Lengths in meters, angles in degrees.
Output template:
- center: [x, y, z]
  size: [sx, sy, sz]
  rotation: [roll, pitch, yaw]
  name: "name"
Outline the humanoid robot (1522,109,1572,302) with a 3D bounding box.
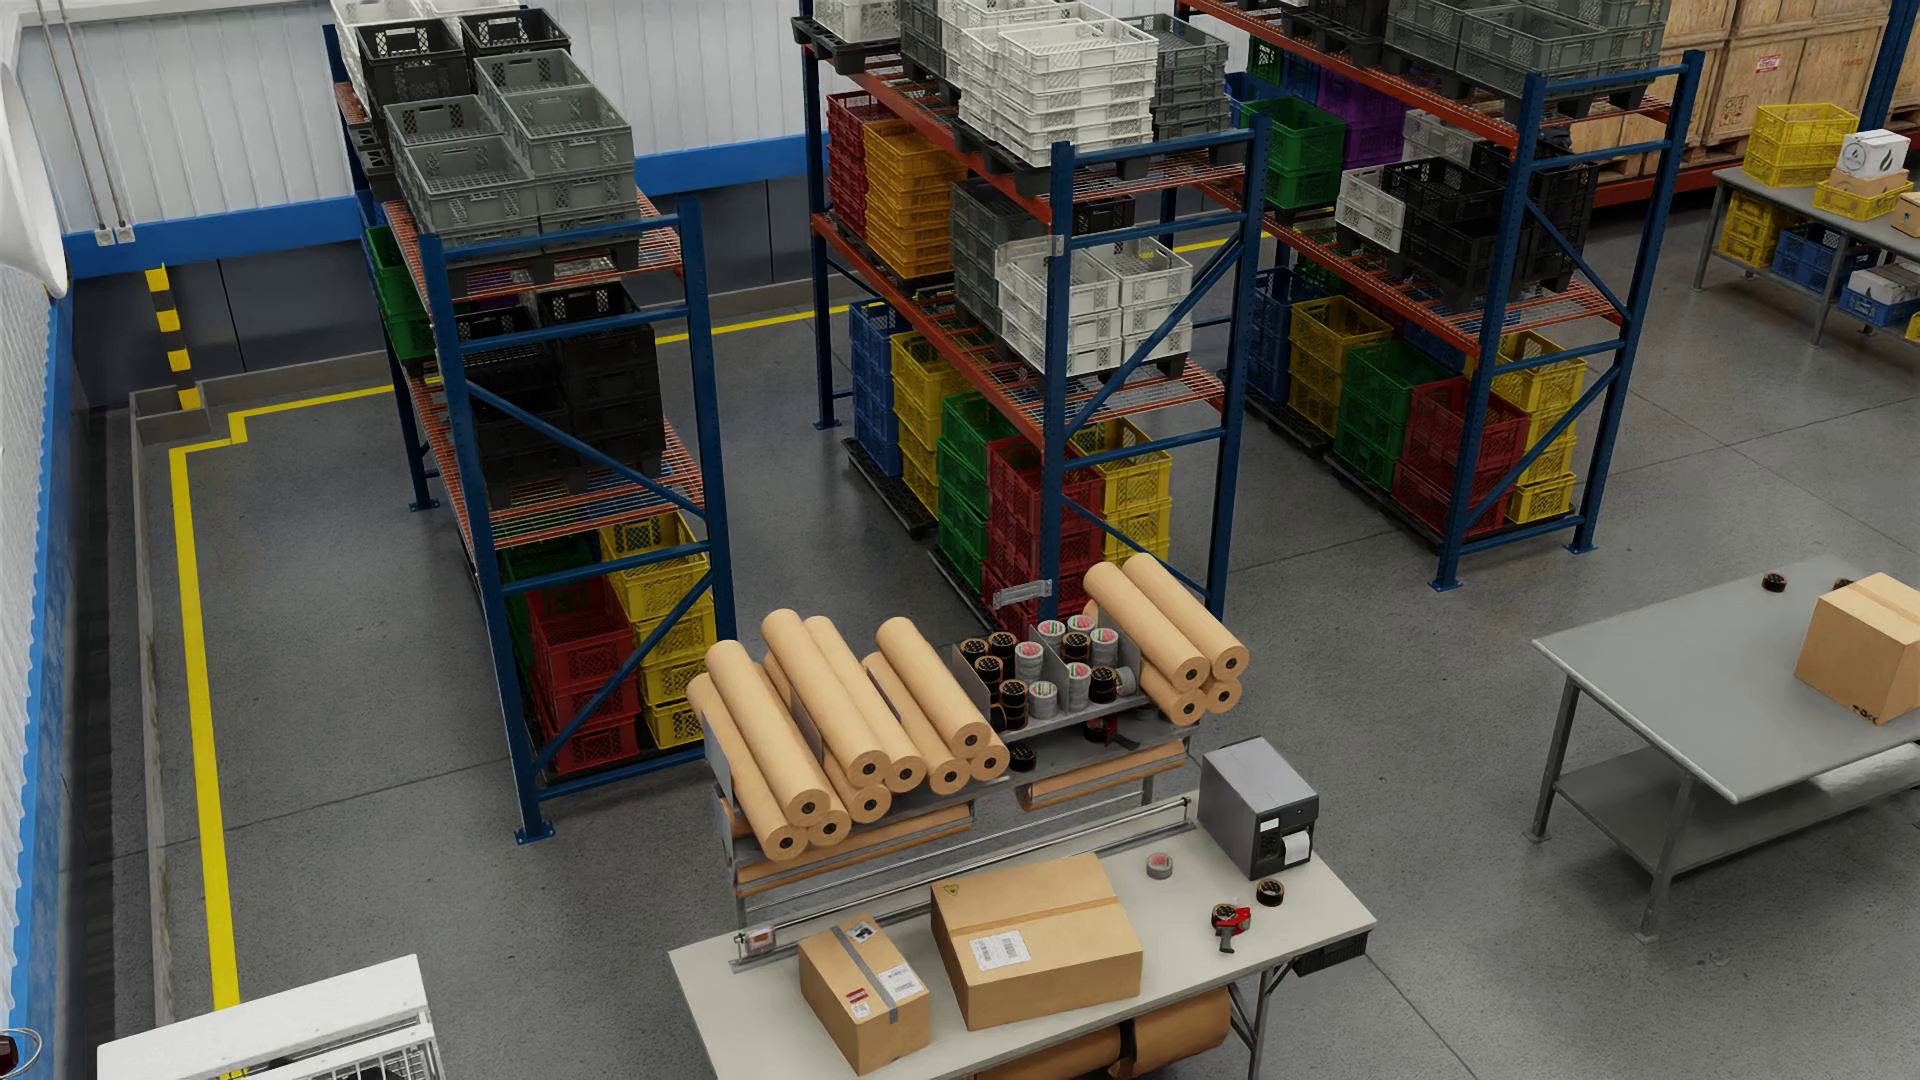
- center: [4.503, -2.644, 12.909]
  size: [0.326, 1.656, 0.587]
  rotation: [-8, 32, -12]
  name: "humanoid robot"
